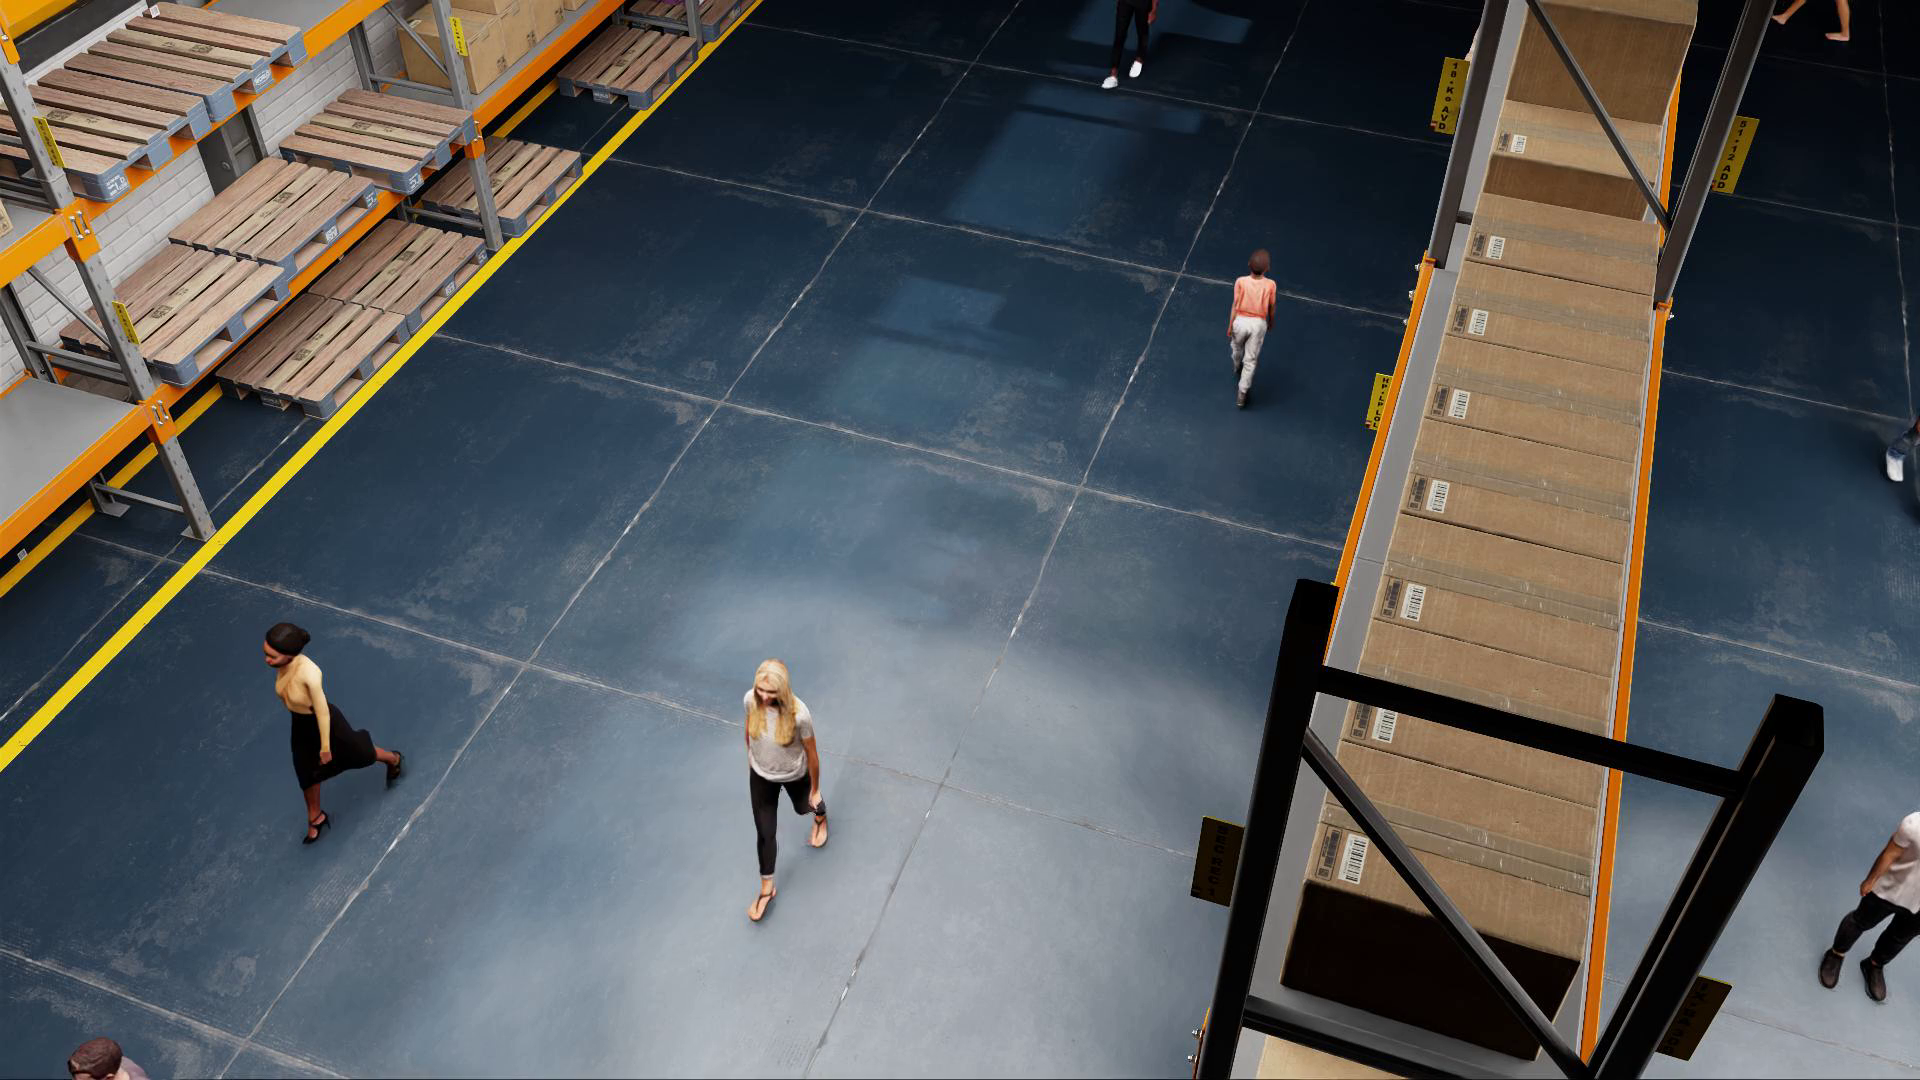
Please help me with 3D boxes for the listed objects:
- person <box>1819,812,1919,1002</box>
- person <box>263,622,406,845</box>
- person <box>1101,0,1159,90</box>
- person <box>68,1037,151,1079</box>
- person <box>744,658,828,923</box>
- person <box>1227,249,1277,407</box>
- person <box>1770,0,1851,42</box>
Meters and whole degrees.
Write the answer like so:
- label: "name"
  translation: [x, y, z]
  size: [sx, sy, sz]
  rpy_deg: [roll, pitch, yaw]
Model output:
- label: "person"
  translation: [5.129, 1.867, 8.944]
  size: [0.624, 1.720, 0.535]
  rpy_deg: [16, 46, 17]
- label: "person"
  translation: [-3.710, 1.074, 9.853]
  size: [0.730, 1.615, 1.059]
  rpy_deg: [25, 49, 24]
- label: "person"
  translation: [1.797, -5.410, 16.595]
  size: [0.717, 1.704, 1.042]
  rpy_deg: [19, 47, 19]
- label: "person"
  translation: [-3.659, 2.831, 7.871]
  size: [0.856, 1.804, 1.229]
  rpy_deg: [26, 49, 25]
- label: "person"
  translation: [-0.965, 1.278, 9.513]
  size: [0.666, 1.788, 1.083]
  rpy_deg: [12, 45, 12]
- label: "person"
  translation: [2.253, -1.634, 12.940]
  size: [0.552, 1.277, 0.904]
  rpy_deg: [10, 44, 10]
- label: "person"
  translation: [9.154, -5.942, 17.171]
  size: [0.838, 1.678, 1.117]
  rpy_deg: [23, 48, 23]
